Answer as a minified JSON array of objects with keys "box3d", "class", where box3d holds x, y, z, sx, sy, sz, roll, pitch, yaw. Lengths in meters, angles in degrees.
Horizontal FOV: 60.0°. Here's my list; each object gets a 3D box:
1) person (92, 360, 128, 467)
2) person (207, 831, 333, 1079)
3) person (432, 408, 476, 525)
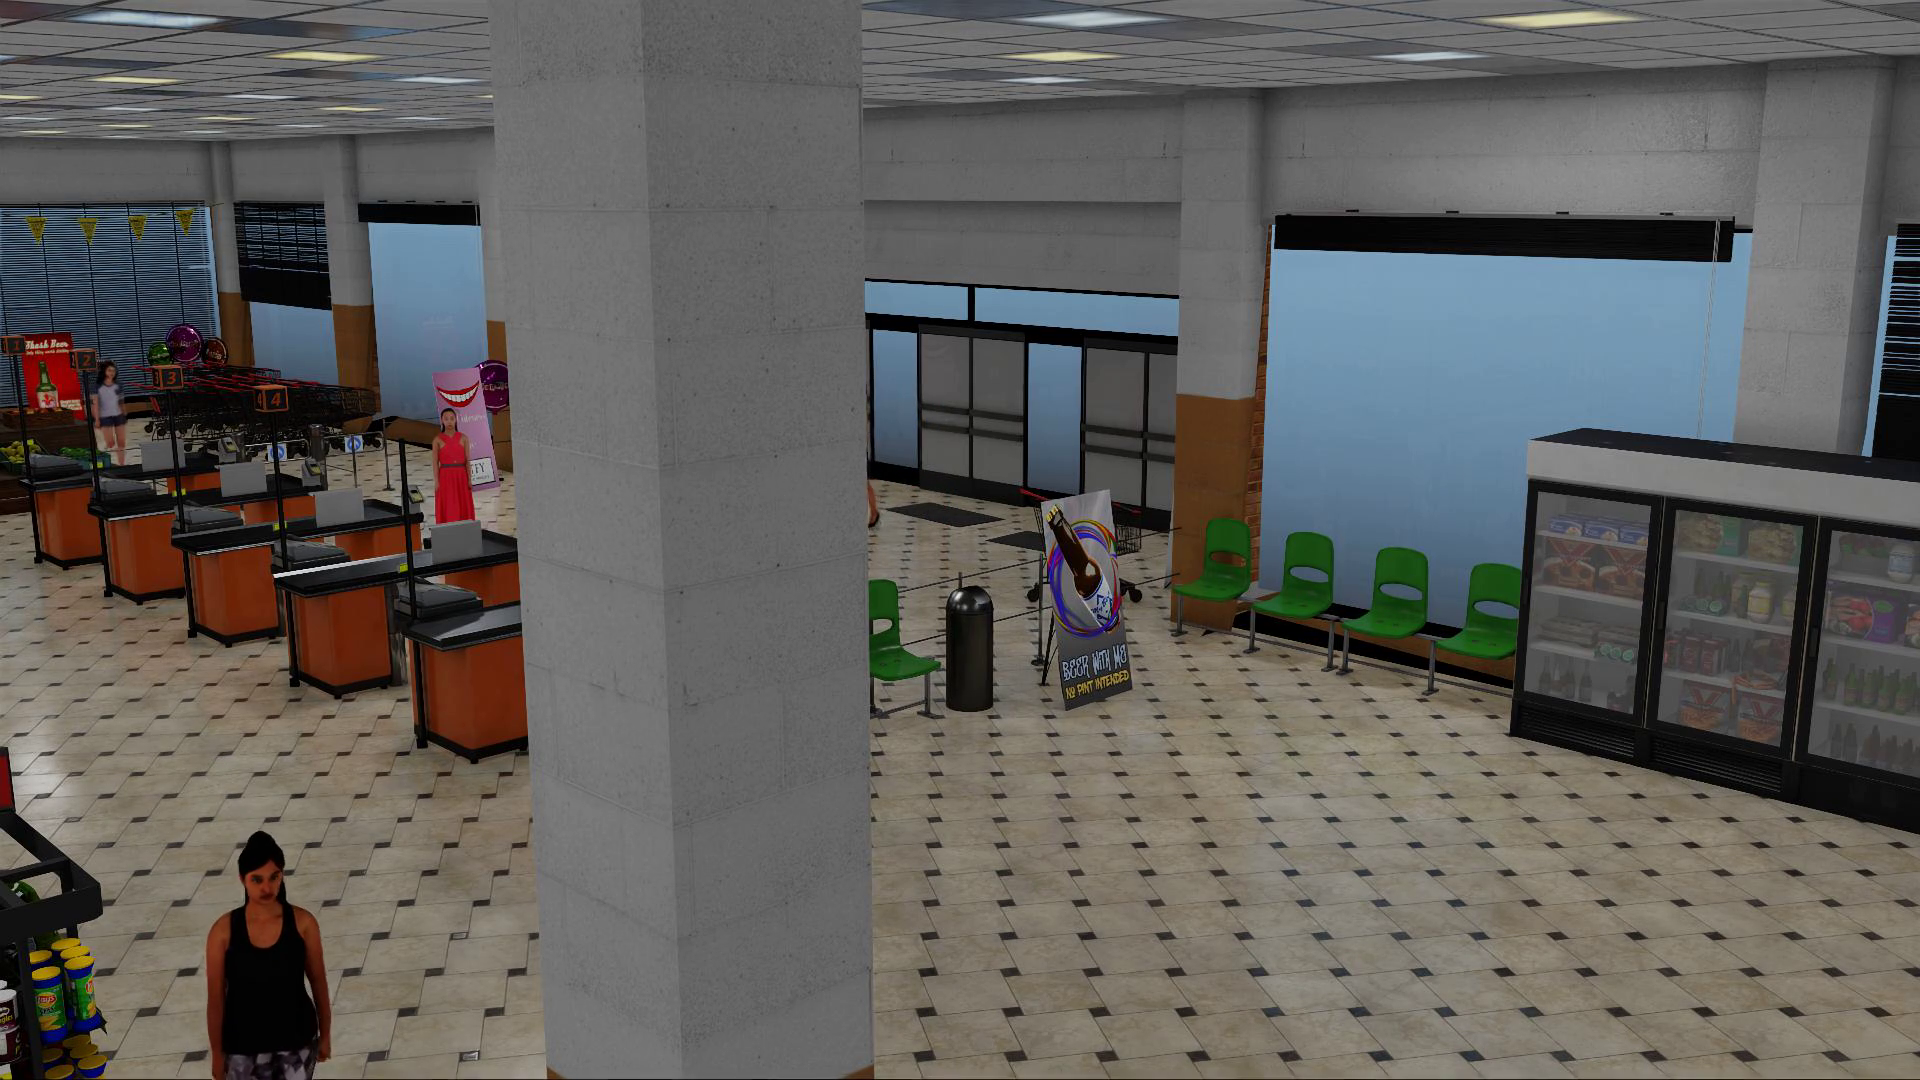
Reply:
[{"box3d":[-12.477,-1.783,24.345,0.728,1.680,0.662,8,14,32],"class":"person"},{"box3d":[-2.771,1.956,6.643,0.672,1.657,0.735,-7,14,-31],"class":"person"},{"box3d":[-5.724,-0.635,18.779,0.594,1.726,0.734,-7,14,-29],"class":"person"}]
